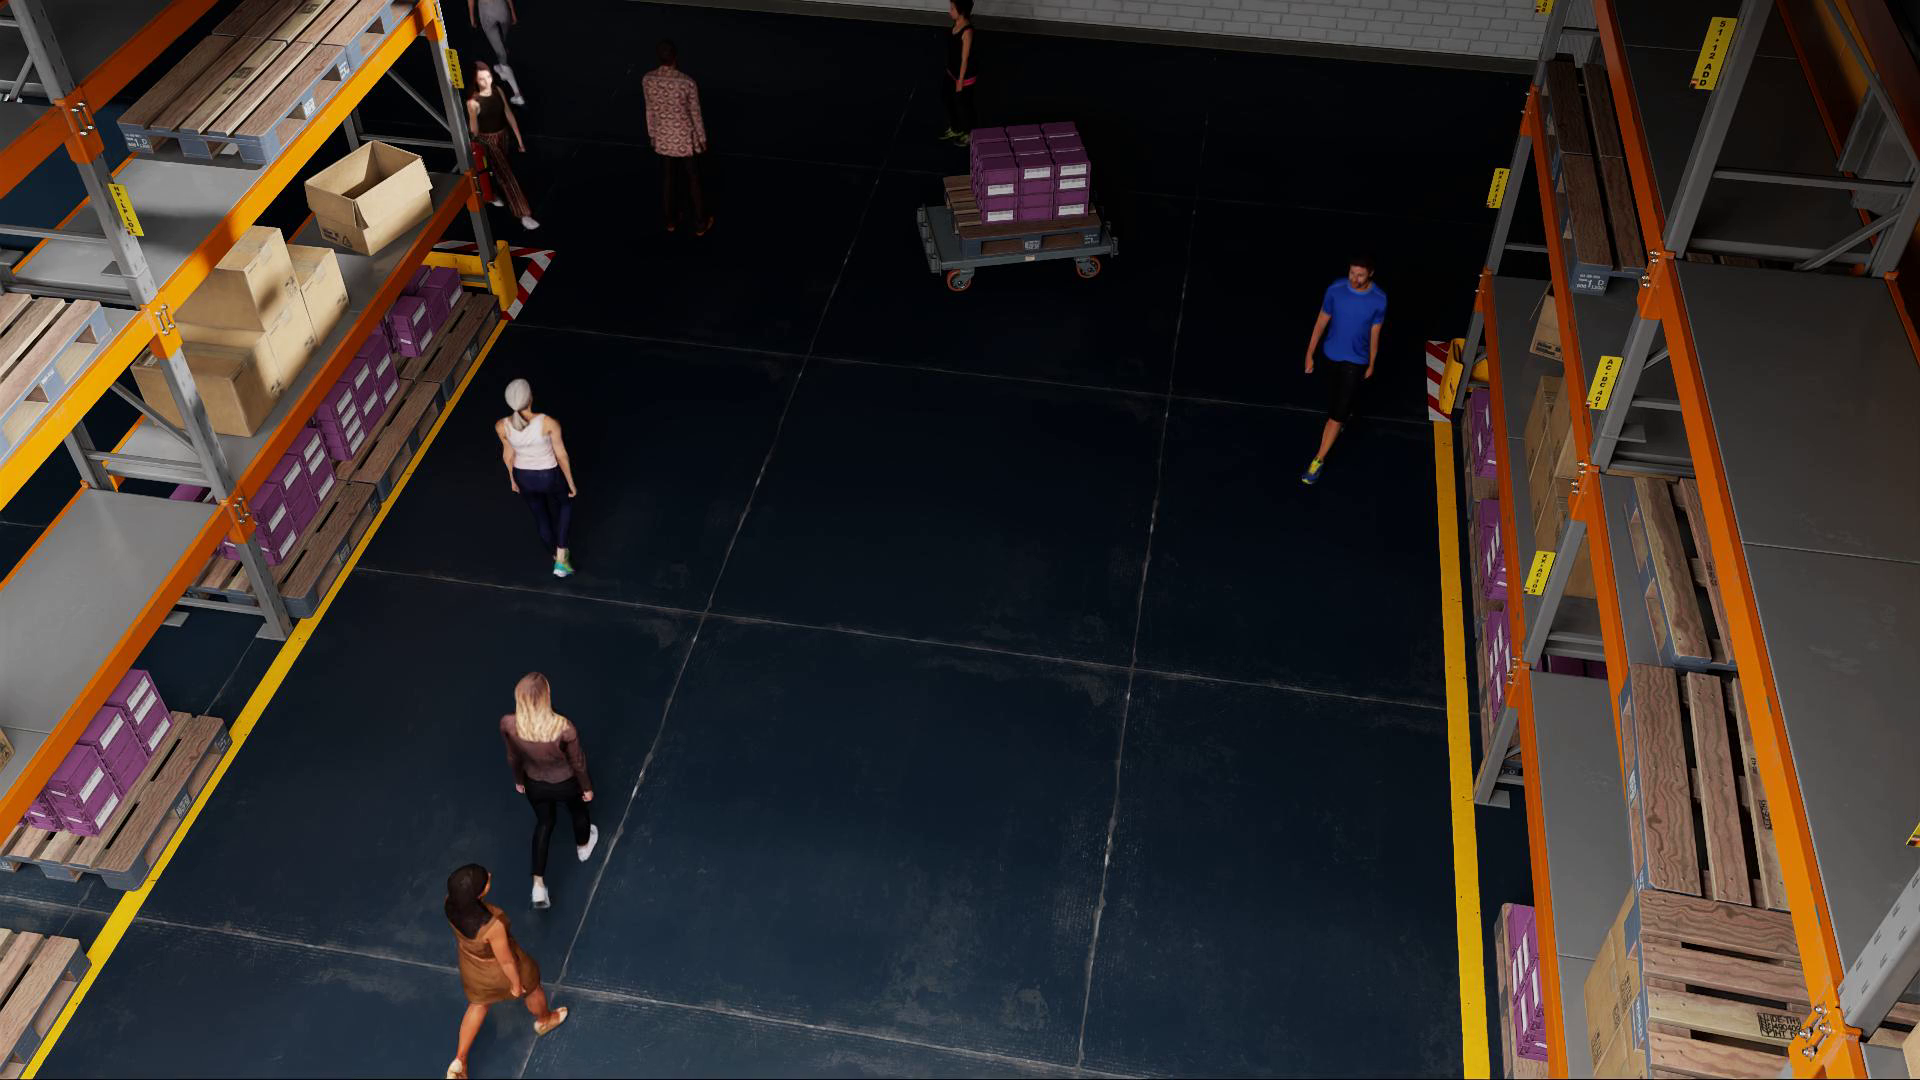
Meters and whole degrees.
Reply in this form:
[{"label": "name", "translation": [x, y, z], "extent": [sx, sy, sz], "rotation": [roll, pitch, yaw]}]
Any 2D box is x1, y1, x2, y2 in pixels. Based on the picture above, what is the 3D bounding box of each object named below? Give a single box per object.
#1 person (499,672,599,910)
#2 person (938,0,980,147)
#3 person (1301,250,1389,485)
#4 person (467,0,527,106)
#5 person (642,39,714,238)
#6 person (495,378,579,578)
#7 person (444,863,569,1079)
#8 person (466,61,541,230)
[{"label": "person", "translation": [-2.337, 1.440, 9.458], "extent": [0.634, 1.684, 0.982], "rotation": [5, 44, 5]}, {"label": "person", "translation": [0.092, -4.458, 15.751], "extent": [0.734, 1.542, 0.656], "rotation": [-12, 45, -12]}, {"label": "person", "translation": [2.892, -1.400, 12.341], "extent": [0.967, 1.818, 1.321], "rotation": [23, 48, 23]}, {"label": "person", "translation": [-4.533, -5.079, 16.319], "extent": [1.082, 1.658, 1.154], "rotation": [-25, 49, -24]}, {"label": "person", "translation": [-2.483, -3.505, 14.565], "extent": [0.688, 1.798, 0.599], "rotation": [11, 45, 11]}, {"label": "person", "translation": [-2.861, -0.340, 11.317], "extent": [0.702, 1.696, 0.759], "rotation": [-2, 44, -2]}, {"label": "person", "translation": [-2.477, 2.254, 8.617], "extent": [0.808, 1.665, 1.071], "rotation": [24, 49, 23]}, {"label": "person", "translation": [-4.185, -3.568, 14.833], "extent": [1.008, 1.519, 1.078], "rotation": [33, 53, 30]}]
